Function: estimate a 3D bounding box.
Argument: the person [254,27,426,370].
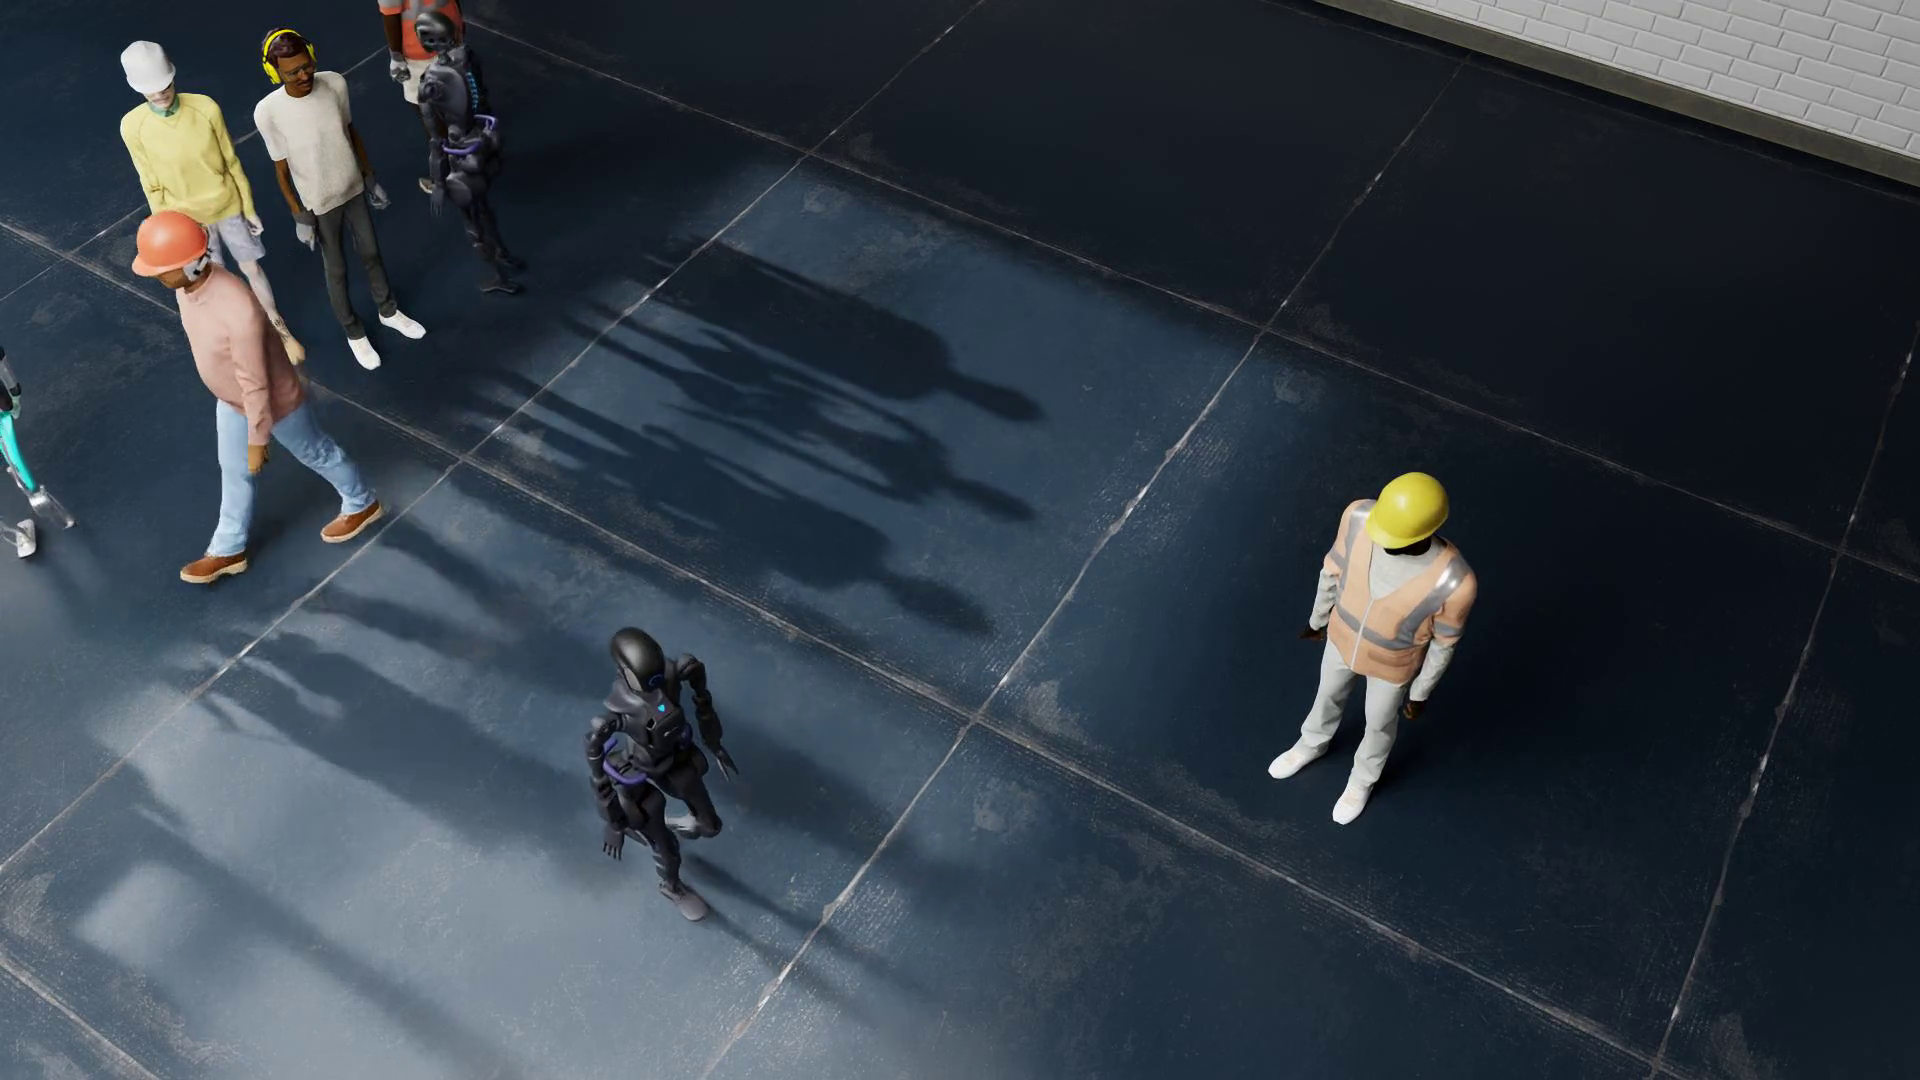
[{"bbox_3d":[-3.077,-1.682,8.224,0.329,1.871,0.505,31,56,24],"label":"person"}]

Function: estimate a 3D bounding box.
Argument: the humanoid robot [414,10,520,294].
[{"bbox_3d":[-2.584,-1.975,8.608,0.383,1.655,0.608,13,50,11],"label":"humanoid robot"}]

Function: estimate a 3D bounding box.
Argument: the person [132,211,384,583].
[{"bbox_3d":[-3.156,-0.559,7.191,0.613,1.952,0.979,32,56,25],"label":"person"}]

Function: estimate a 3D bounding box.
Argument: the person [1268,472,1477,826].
[{"bbox_3d":[1.576,0.414,6.360,0.378,1.916,0.585,-37,58,-27],"label":"person"}]

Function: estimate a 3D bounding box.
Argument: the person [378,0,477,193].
[{"bbox_3d":[-2.933,-2.794,9.141,0.381,1.952,0.618,18,51,15],"label":"person"}]

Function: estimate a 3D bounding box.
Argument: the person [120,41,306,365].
[{"bbox_3d":[-3.686,-1.604,8.143,0.470,1.892,0.385,-26,54,-21],"label":"person"}]

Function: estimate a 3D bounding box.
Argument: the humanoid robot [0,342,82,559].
[{"bbox_3d":[-4.356,-0.495,7.283,0.549,1.812,0.666,-21,52,-17],"label":"humanoid robot"}]

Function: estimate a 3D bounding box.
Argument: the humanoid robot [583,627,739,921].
[{"bbox_3d":[-1.158,0.835,6.149,0.461,1.637,0.594,34,57,26],"label":"humanoid robot"}]
